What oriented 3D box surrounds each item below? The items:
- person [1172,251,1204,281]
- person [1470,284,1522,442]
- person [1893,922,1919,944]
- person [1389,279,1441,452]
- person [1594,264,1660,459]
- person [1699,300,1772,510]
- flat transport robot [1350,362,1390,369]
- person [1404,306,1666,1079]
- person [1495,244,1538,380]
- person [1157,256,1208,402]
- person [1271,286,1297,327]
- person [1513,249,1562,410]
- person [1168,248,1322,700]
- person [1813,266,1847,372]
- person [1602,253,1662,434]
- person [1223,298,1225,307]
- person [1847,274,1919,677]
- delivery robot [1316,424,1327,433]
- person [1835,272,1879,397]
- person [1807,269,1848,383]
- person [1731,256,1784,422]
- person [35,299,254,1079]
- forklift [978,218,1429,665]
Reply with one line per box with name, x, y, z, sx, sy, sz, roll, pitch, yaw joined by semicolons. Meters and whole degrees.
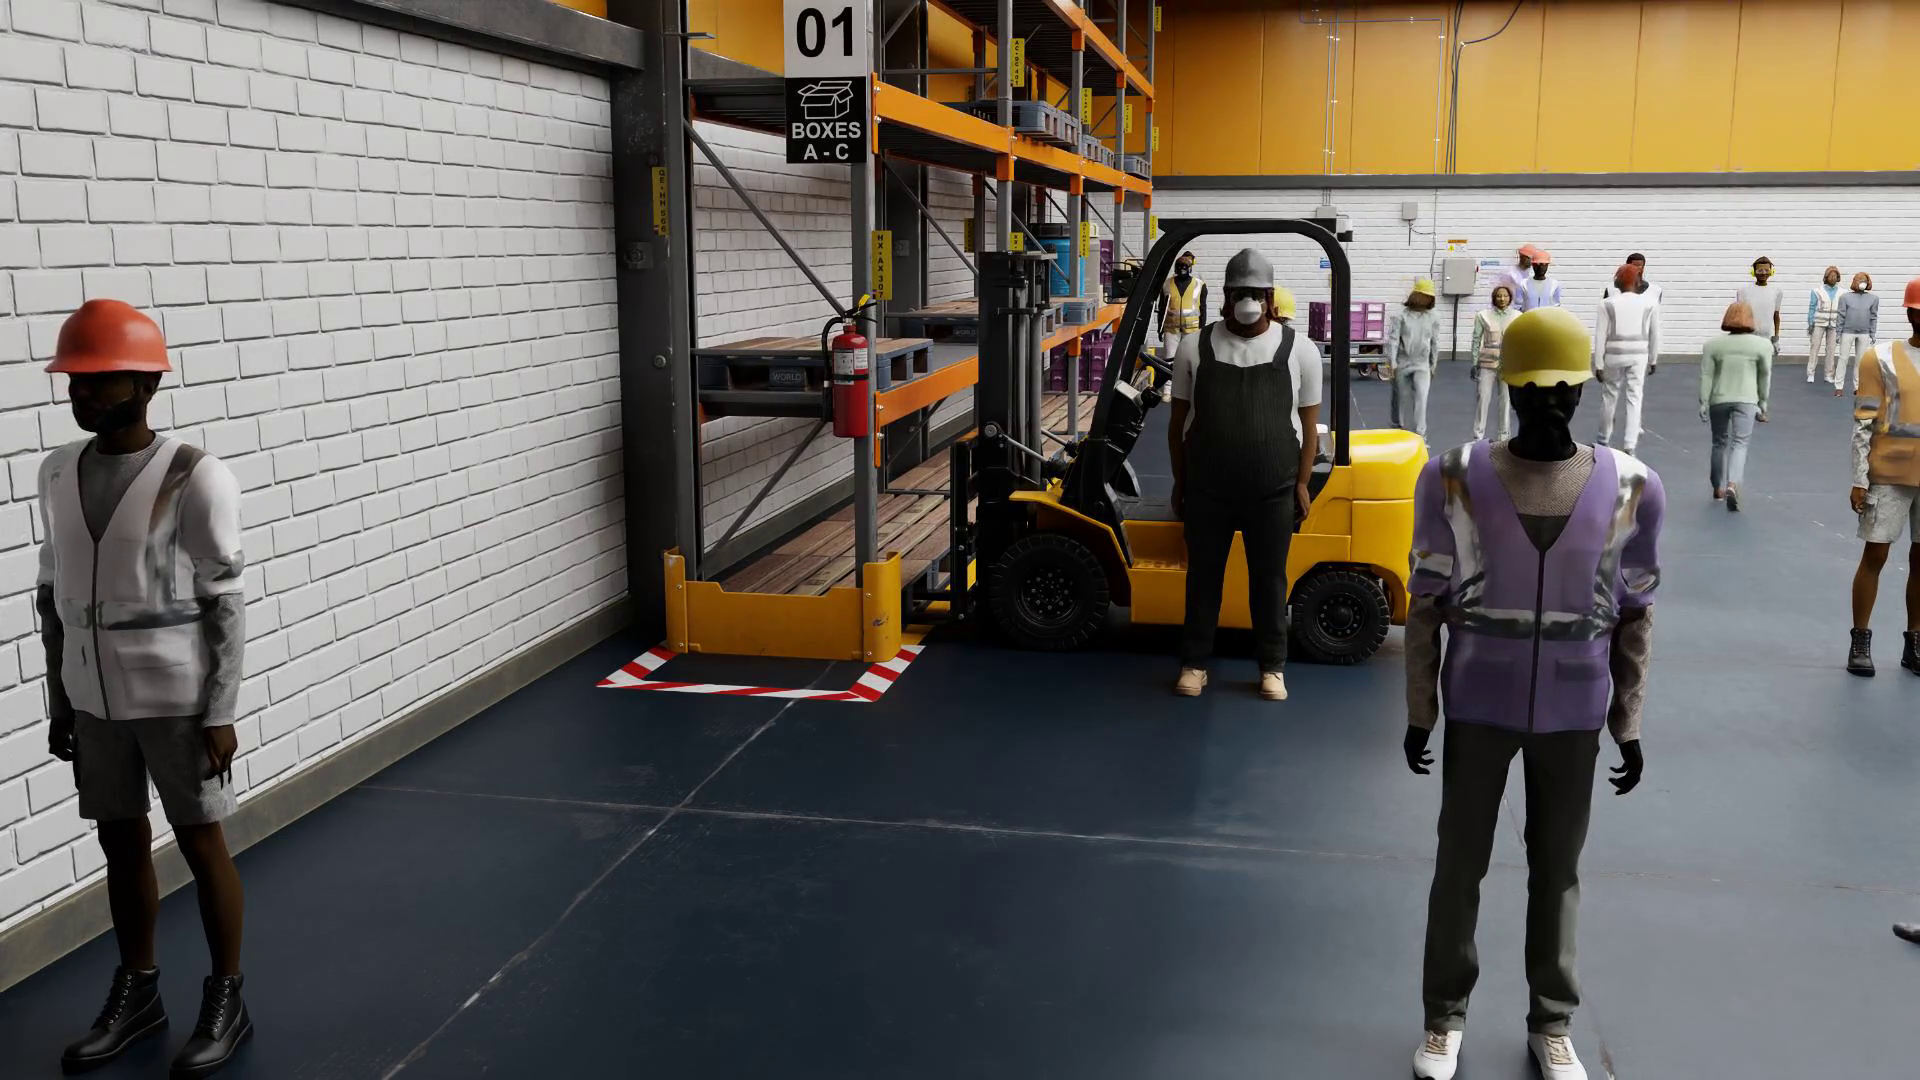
person;3.521;-3.541;25.826;0.514;1.872;0.328;2;11;11
person;5.285;-1.694;16.374;0.532;1.630;0.317;1;10;8
person;3.136;0.384;4.489;0.904;1.813;0.576;10;14;42
person;4.434;-1.699;16.252;0.508;1.676;0.938;1;10;3
person;6.342;-1.699;15.855;0.594;1.830;1.005;3;11;15
person;6.006;-1.059;12.939;0.491;1.604;0.805;6;12;30
flat transport robot;6.647;-2.873;26.551;0.652;0.197;1.431;-3;11;-14
person;1.382;0.400;4.066;0.587;1.927;0.369;2;11;11
person;8.110;-3.276;24.094;0.646;1.970;0.921;-6;12;-28
person;2.802;-2.653;21.041;0.626;1.844;0.429;2;11;11
person;1.829;-0.619;10.008;0.672;1.794;0.604;-2;10;-8
person;6.964;-2.534;20.109;0.545;1.942;0.353;2;11;11
person;1.274;-0.285;7.511;0.682;2.000;0.537;2;11;11
person;13.517;-3.438;25.911;0.500;1.633;0.281;2;11;11
person;7.146;-2.093;17.756;0.591;1.919;0.392;2;11;11
person;4.043;-3.108;23.919;0.535;1.700;0.318;2;11;11
person;4.522;-0.303;7.892;0.545;1.938;0.360;2;11;11
delivery robot;2.993;-0.895;14.673;0.477;0.478;0.707;5;11;27
person;11.744;-2.690;21.803;0.500;1.636;0.281;2;11;11
person;12.454;-3.067;23.909;0.530;1.633;0.323;2;10;9
person;9.021;-2.265;18.834;0.514;1.872;0.328;2;11;11
person;-2.037;0.381;4.132;0.545;1.942;0.353;2;11;11
forklift;1.285;-0.567;8.635;2.313;2.155;1.214;2;11;11
